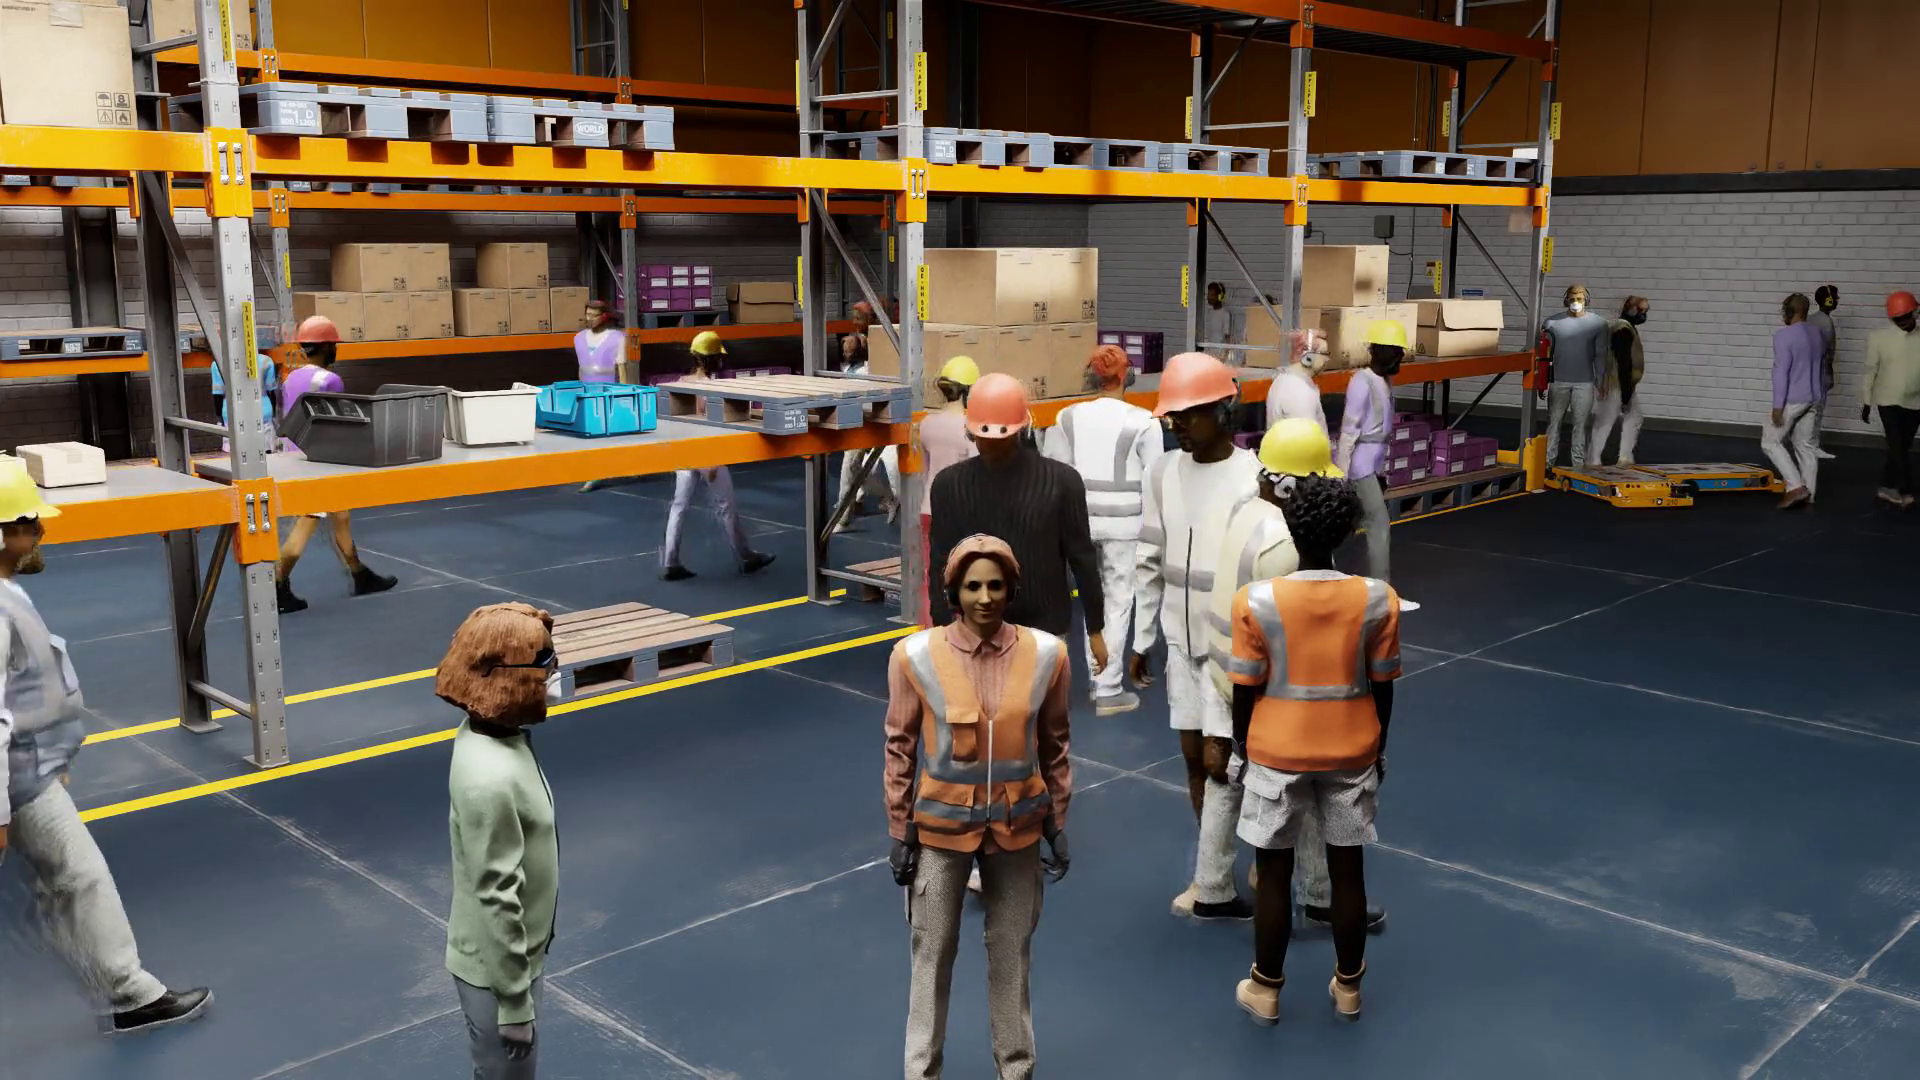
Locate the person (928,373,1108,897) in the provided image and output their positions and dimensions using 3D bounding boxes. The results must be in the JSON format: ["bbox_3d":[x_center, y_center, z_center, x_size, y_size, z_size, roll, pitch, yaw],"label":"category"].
[{"bbox_3d":[0.198,0.323,6.246,0.659,1.915,1.033,4,11,21],"label":"person"}]

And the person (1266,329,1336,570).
[{"bbox_3d":[2.054,-0.348,10.083,0.985,1.848,0.669,1,10,6],"label":"person"}]

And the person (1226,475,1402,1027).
[{"bbox_3d":[1.061,0.648,5.050,0.535,1.697,0.318,-1,10,-4],"label":"person"}]

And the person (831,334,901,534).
[{"bbox_3d":[-0.793,-0.868,13.514,0.708,1.615,0.518,-5,11,-23],"label":"person"}]

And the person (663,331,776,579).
[{"bbox_3d":[-1.745,-0.595,11.711,0.880,1.729,0.524,-9,14,-42],"label":"person"}]

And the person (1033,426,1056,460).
[{"bbox_3d":[0.763,-1.020,14.432,0.540,1.594,0.867,8,13,36],"label":"person"}]

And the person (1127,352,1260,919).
[{"bbox_3d":[0.895,0.346,5.856,0.616,2.014,0.511,10,14,43],"label":"person"}]

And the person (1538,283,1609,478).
[{"bbox_3d":[5.985,-1.533,16.281,0.637,1.938,0.355,3,11,15],"label":"person"}]

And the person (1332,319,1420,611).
[{"bbox_3d":[2.530,-0.487,10.745,0.874,1.889,0.586,4,11,22],"label":"person"}]

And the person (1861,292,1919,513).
[{"bbox_3d":[8.320,-1.215,14.624,0.689,1.913,1.057,2,11,11],"label":"person"}]

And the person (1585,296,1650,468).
[{"bbox_3d":[6.671,-1.541,16.696,0.721,1.798,0.745,4,11,23],"label":"person"}]

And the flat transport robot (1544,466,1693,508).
[{"bbox_3d":[6.005,-0.505,15.224,0.652,0.197,1.431,-2,11,-9],"label":"flat transport robot"}]

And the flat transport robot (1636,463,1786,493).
[{"bbox_3d":[6.987,-0.580,15.634,1.431,0.197,0.652,-2,11,-9],"label":"flat transport robot"}]

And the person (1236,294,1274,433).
[{"bbox_3d":[3.014,-1.536,16.587,0.477,1.833,0.541,-8,13,-37],"label":"person"}]

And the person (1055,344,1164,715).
[{"bbox_3d":[0.802,-0.050,8.400,0.643,1.869,0.492,7,13,35],"label":"person"}]

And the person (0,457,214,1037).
[{"bbox_3d":[-2.786,0.646,4.811,0.924,1.790,0.593,-8,13,-36],"label":"person"}]

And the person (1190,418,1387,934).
[{"bbox_3d":[1.152,0.480,5.692,0.745,1.794,0.591,-2,11,-10],"label":"person"}]

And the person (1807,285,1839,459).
[{"bbox_3d":[9.339,-1.823,18.042,0.324,1.875,0.517,0,10,2],"label":"person"}]

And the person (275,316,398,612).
[{"bbox_3d":[-4.173,-0.503,10.805,0.544,1.894,1.000,9,14,42],"label":"person"}]

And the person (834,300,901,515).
[{"bbox_3d":[-0.810,-1.142,14.397,0.908,1.841,0.584,-6,12,-32],"label":"person"}]

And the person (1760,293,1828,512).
[{"bbox_3d":[7.320,-1.190,14.506,0.650,1.905,0.538,-6,12,-28],"label":"person"}]

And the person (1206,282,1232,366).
[{"bbox_3d":[3.039,-2.140,19.828,0.411,1.853,0.559,-4,11,-20],"label":"person"}]

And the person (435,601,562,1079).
[{"bbox_3d":[-0.987,0.935,3.655,0.269,1.632,0.505,-3,11,-14],"label":"person"}]

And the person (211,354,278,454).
[{"bbox_3d":[-6.093,-1.028,14.211,0.534,1.694,0.320,-8,13,-35],"label":"person"}]

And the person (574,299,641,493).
[{"bbox_3d":[-3.352,-1.381,15.804,0.572,1.819,0.795,4,11,21],"label":"person"}]

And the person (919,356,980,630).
[{"bbox_3d":[-0.021,-0.121,9.092,0.525,1.752,0.455,9,14,40],"label":"person"}]

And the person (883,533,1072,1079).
[{"bbox_3d":[0.048,0.789,4.436,0.511,1.640,0.308,-2,11,-12],"label":"person"}]
